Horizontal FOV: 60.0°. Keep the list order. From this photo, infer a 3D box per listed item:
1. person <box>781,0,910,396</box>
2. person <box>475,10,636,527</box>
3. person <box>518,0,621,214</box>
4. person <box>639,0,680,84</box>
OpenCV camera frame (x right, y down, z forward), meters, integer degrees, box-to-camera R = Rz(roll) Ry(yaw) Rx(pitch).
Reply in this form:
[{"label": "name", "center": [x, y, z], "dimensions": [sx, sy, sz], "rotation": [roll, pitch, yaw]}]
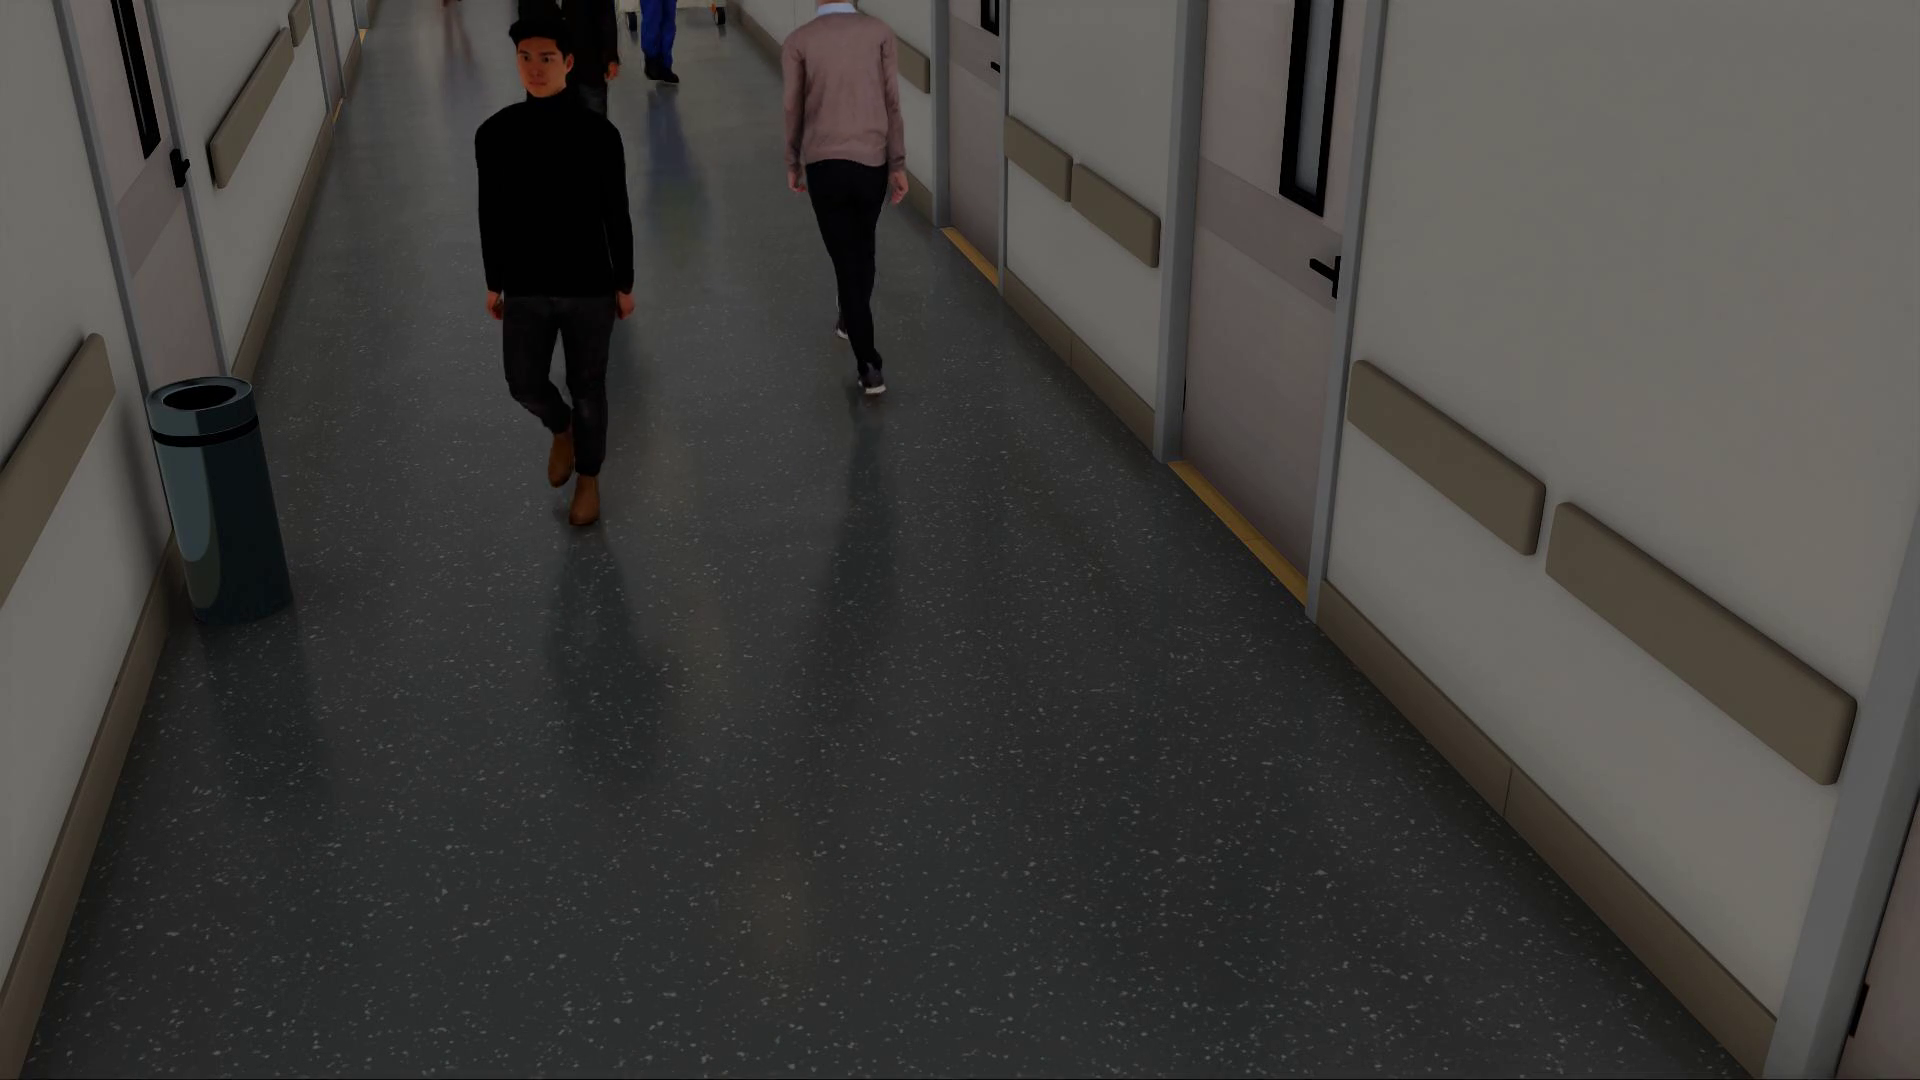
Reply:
[{"label": "person", "center": [-0.451, -1.447, 6.712], "dimensions": [1.071, 1.762, 0.694], "rotation": [-5, 26, -11]}, {"label": "person", "center": [-1.364, -0.918, 5.666], "dimensions": [0.752, 1.716, 0.814], "rotation": [-1, 26, -2]}, {"label": "person", "center": [-2.116, -2.639, 9.179], "dimensions": [1.096, 1.766, 0.904], "rotation": [-2, 26, -4]}, {"label": "person", "center": [-2.405, -4.514, 13.024], "dimensions": [0.704, 1.802, 0.828], "rotation": [-15, 29, -28]}]
